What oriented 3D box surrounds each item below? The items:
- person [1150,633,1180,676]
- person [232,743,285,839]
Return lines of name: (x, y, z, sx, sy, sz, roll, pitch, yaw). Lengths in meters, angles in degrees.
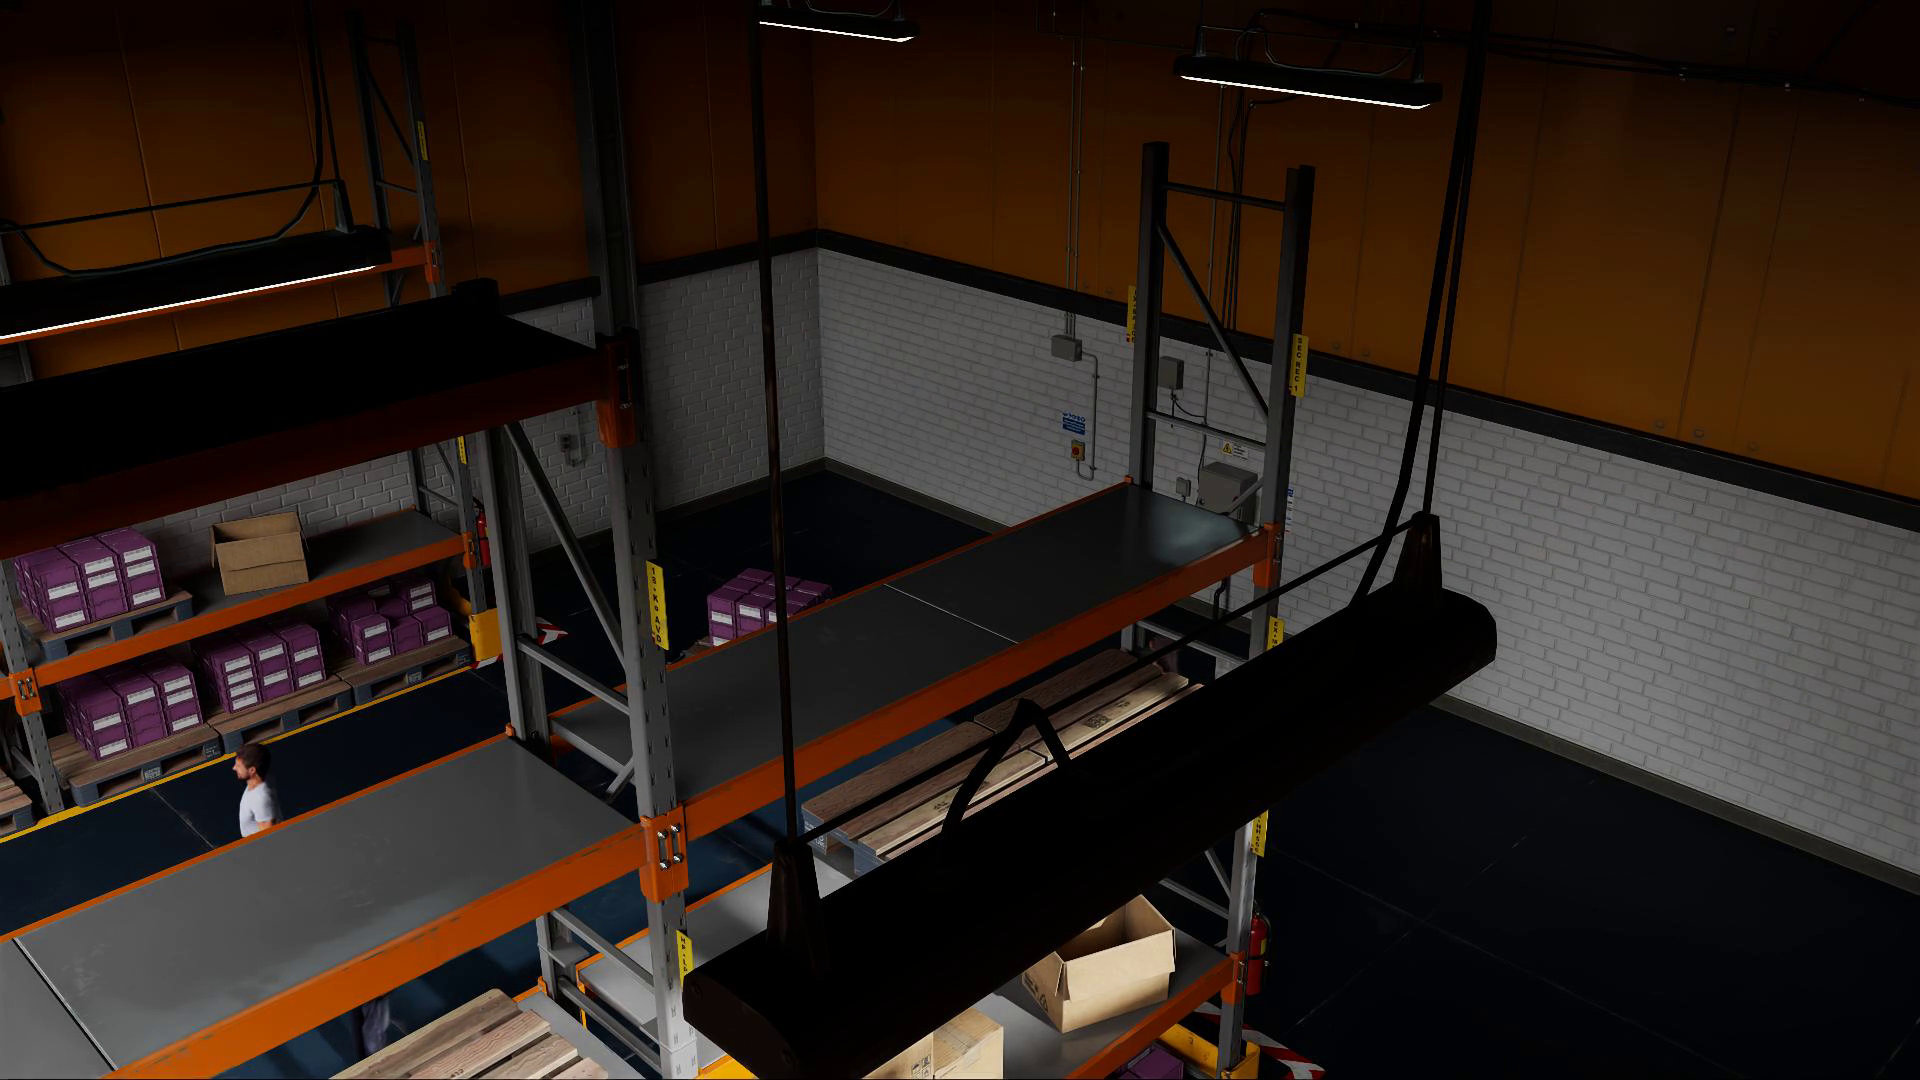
person: (1.618, 1.493, 13.468, 0.663, 1.652, 0.725, -19, 30, -37)
person: (-4.742, 2.214, 11.533, 0.766, 1.880, 0.739, -10, 26, -22)
